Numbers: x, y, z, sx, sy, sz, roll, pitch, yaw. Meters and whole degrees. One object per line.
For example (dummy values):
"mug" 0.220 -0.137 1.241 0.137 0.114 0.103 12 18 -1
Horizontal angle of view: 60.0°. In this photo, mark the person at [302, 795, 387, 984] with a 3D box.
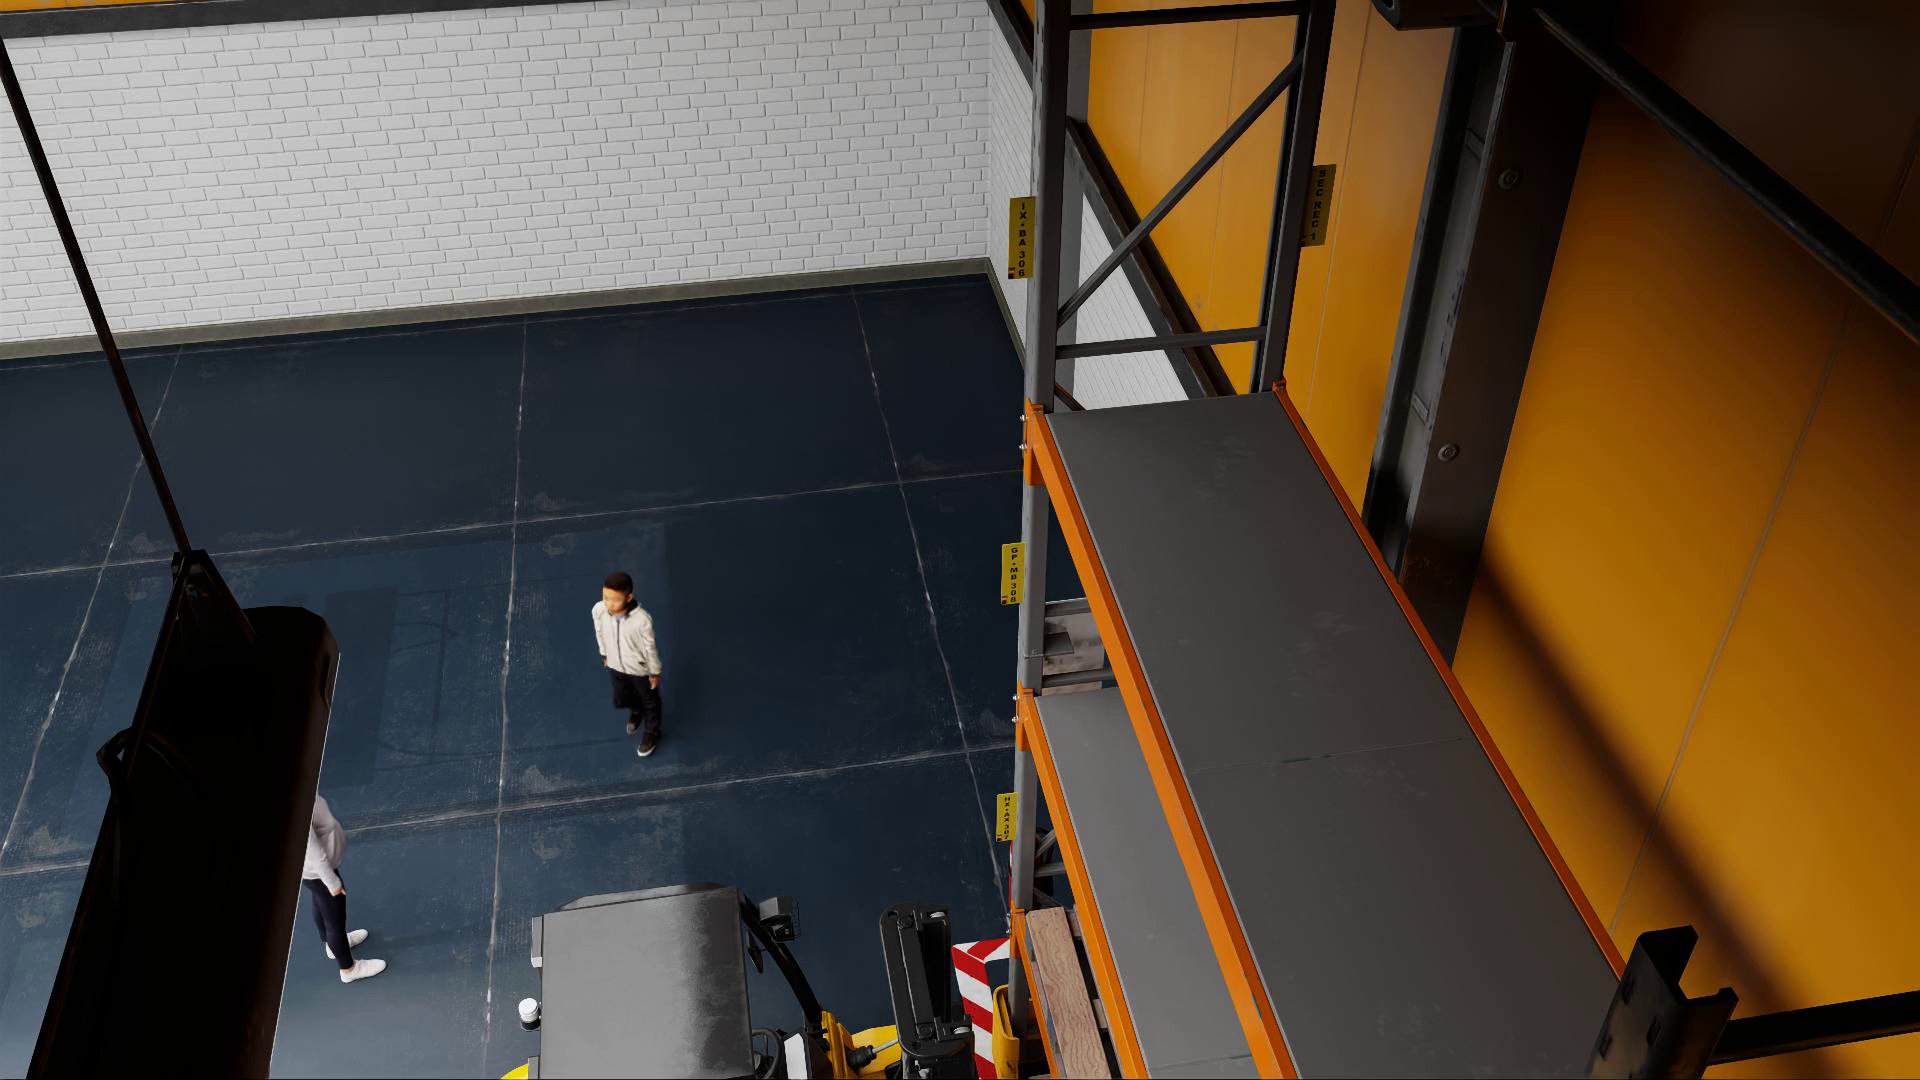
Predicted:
"person" -3.521 1.760 9.072 0.762 1.701 0.646 -24 45 -27

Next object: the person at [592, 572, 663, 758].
"person" -2.053 0.723 10.574 0.692 1.446 0.715 8 39 10
